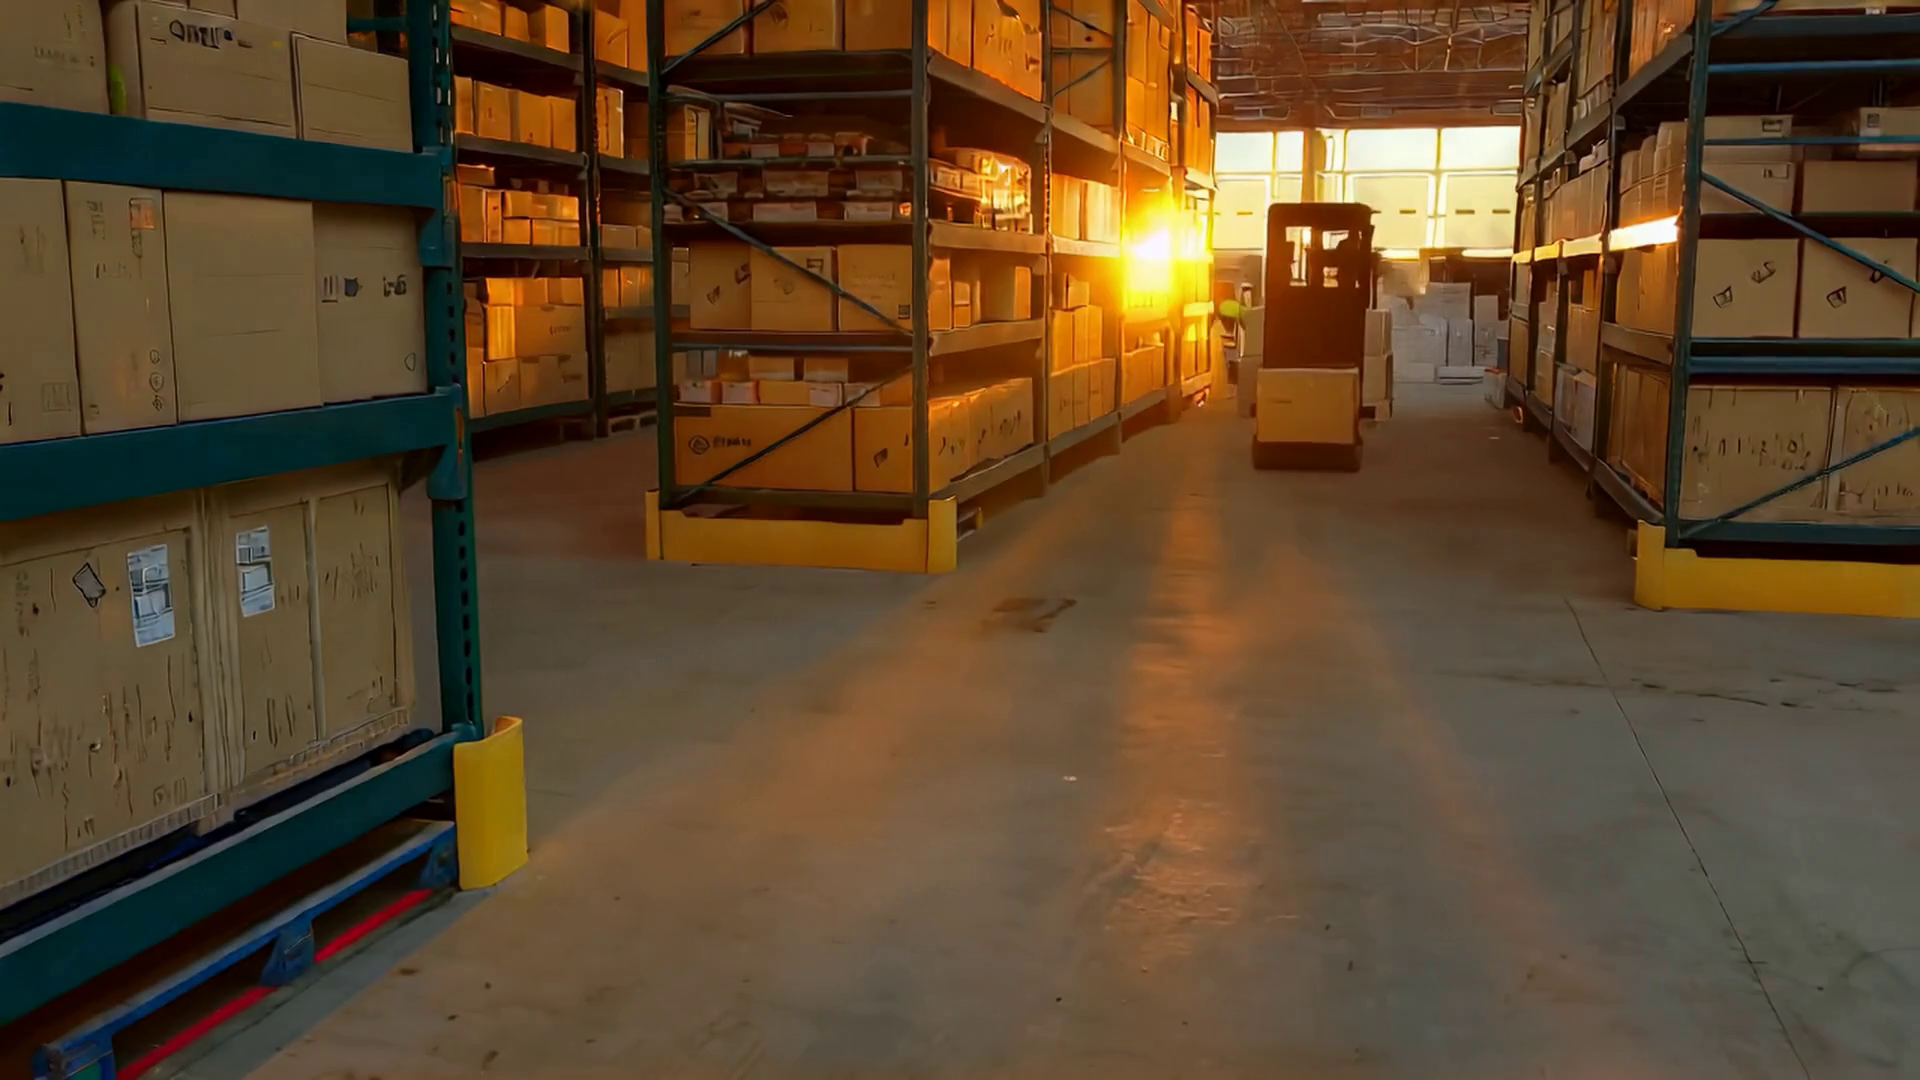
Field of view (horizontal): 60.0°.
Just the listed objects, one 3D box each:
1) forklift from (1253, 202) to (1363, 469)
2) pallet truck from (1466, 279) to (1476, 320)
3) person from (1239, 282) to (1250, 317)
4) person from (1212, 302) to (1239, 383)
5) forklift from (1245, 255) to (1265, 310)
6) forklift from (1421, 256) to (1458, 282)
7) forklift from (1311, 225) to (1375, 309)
[{"bbox_3d":[3.808,-2.233,17.960,1.129,2.768,1.873,2,9,15],"label":"forklift"},{"bbox_3d":[18.896,-8.459,60.307,1.885,1.965,0.823,5,10,31],"label":"pallet truck"},{"bbox_3d":[9.360,-7.605,55.225,0.980,1.885,0.575,7,12,39],"label":"person"},{"bbox_3d":[4.695,-3.446,29.738,0.516,1.595,0.855,-5,10,-27],"label":"person"},{"bbox_3d":[10.125,-8.475,57.614,1.873,2.768,1.129,4,10,21],"label":"forklift"},{"bbox_3d":[12.355,-6.175,43.004,1.129,2.768,1.873,2,9,15],"label":"forklift"},{"bbox_3d":[5.777,-3.387,25.291,1.129,2.768,1.873,2,9,15],"label":"forklift"}]
